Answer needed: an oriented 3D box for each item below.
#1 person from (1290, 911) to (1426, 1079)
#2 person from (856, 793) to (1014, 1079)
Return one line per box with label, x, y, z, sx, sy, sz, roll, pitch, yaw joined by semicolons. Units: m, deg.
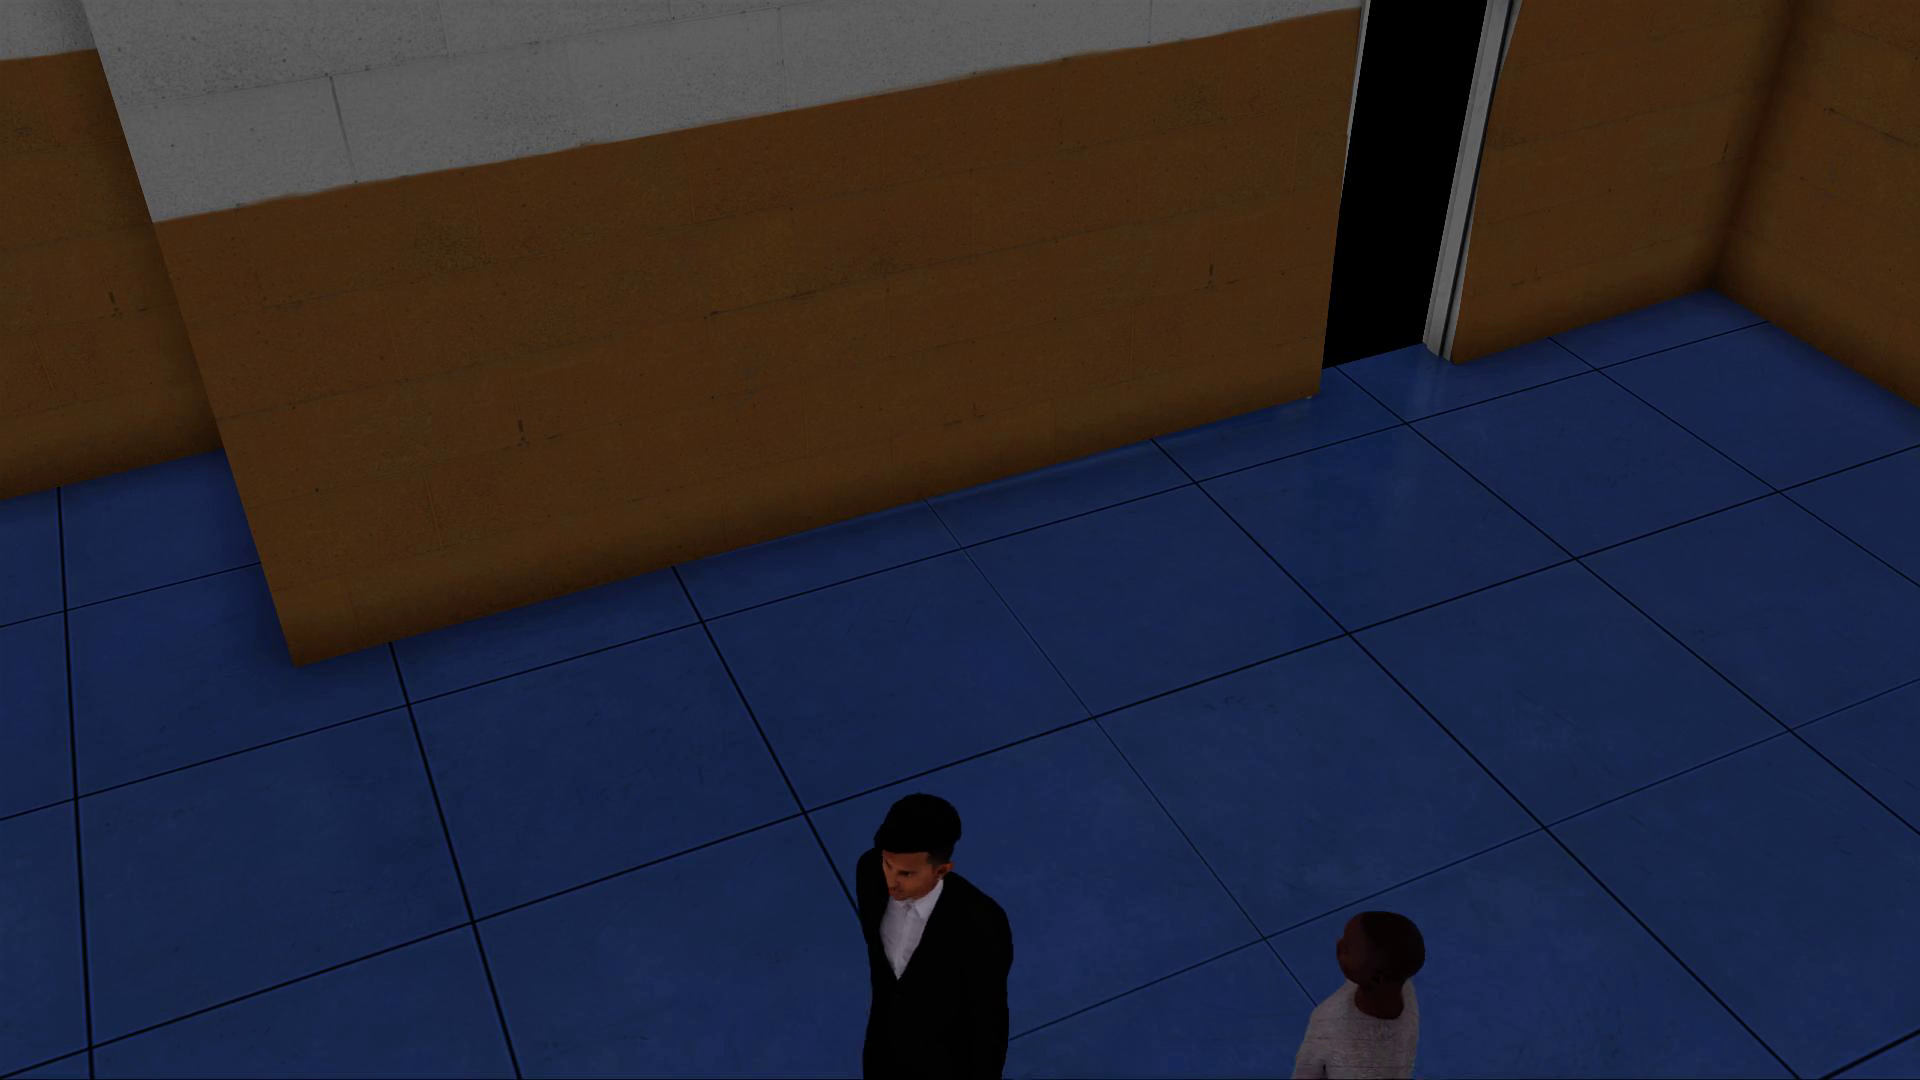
person;1.121;1.664;4.536;1.243;1.735;1.102;17;40;22
person;-0.003;1.385;4.808;1.134;1.854;1.066;26;44;31
